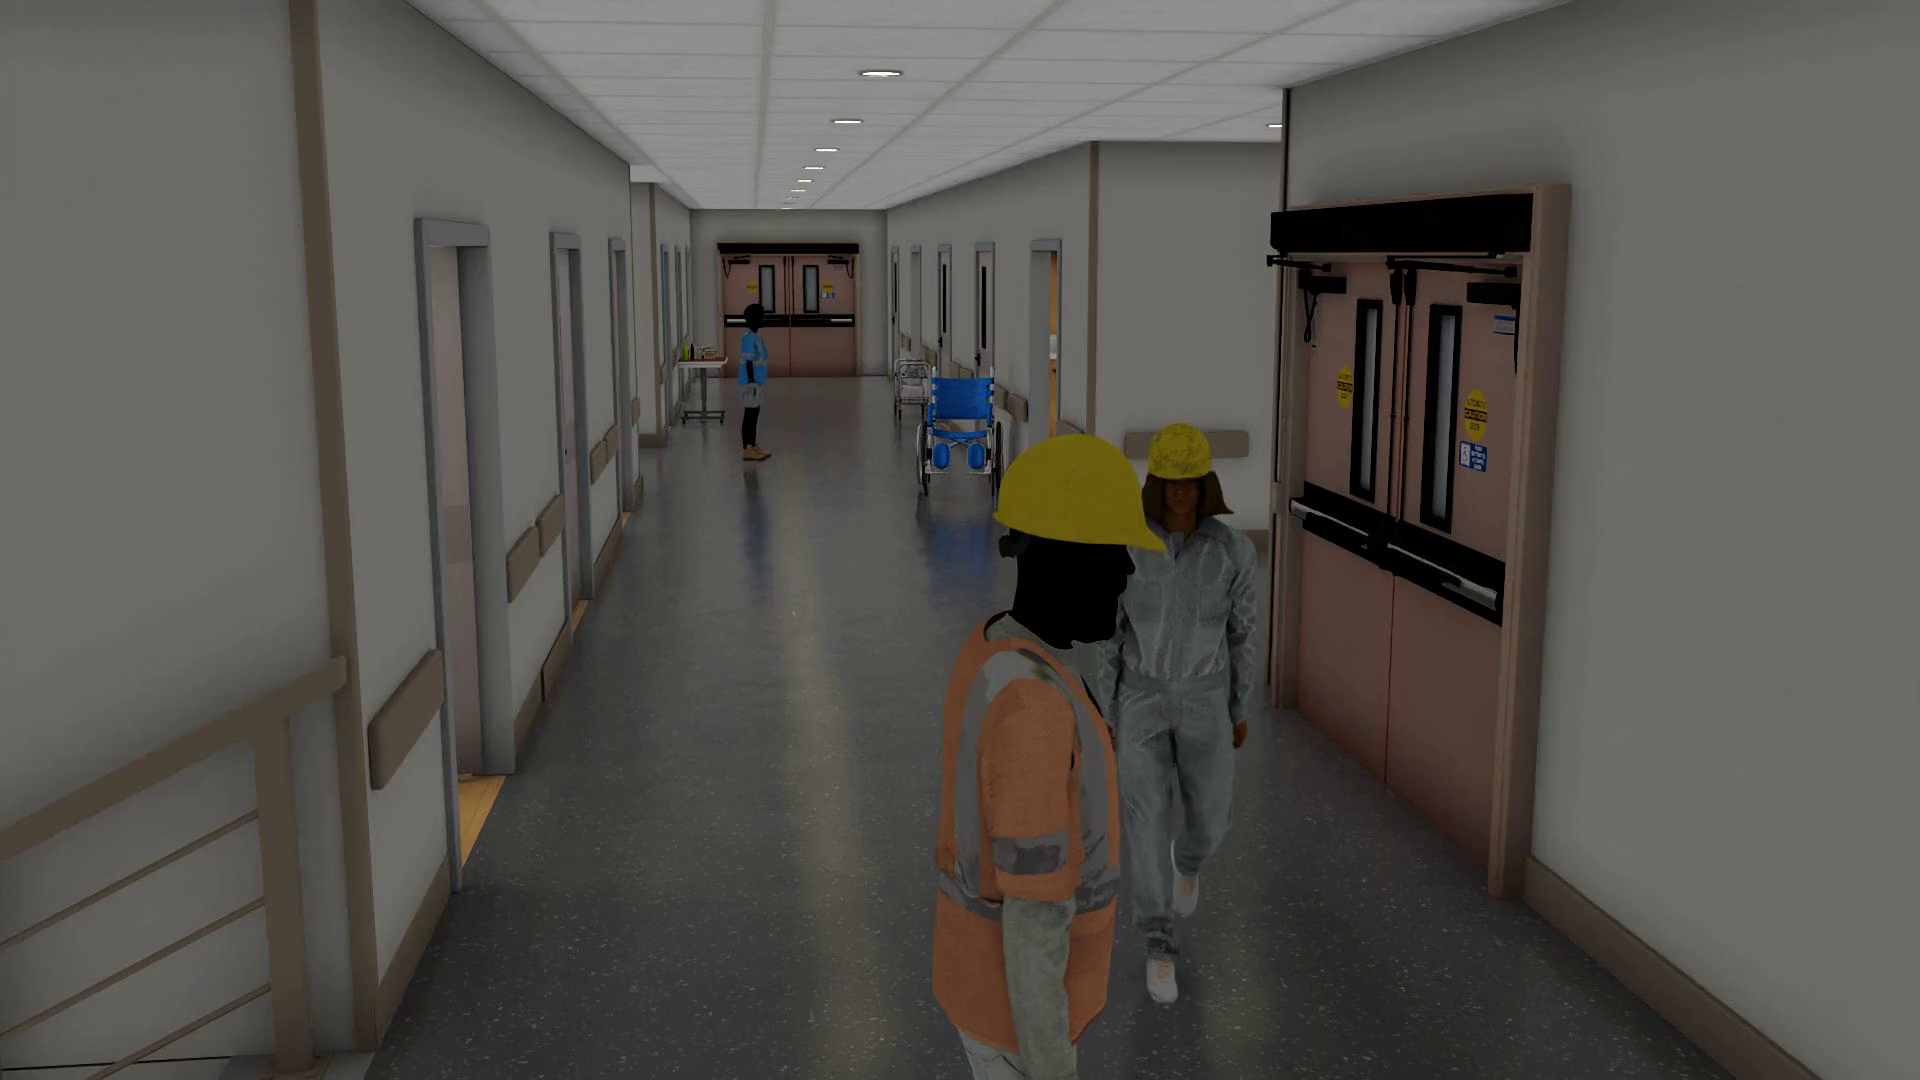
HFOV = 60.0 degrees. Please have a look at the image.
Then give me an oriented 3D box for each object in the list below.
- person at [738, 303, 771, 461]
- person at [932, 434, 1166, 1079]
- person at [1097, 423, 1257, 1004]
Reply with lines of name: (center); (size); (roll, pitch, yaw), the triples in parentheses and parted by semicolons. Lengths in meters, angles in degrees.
person: (-2.235, -1.708, 18.002); (0.319, 1.694, 0.536); (1, 10, 4)
person: (0.149, 0.771, 2.912); (0.395, 1.918, 0.585); (0, 10, 0)
person: (0.653, 0.490, 5.105); (0.490, 1.727, 0.596); (0, 10, 1)
